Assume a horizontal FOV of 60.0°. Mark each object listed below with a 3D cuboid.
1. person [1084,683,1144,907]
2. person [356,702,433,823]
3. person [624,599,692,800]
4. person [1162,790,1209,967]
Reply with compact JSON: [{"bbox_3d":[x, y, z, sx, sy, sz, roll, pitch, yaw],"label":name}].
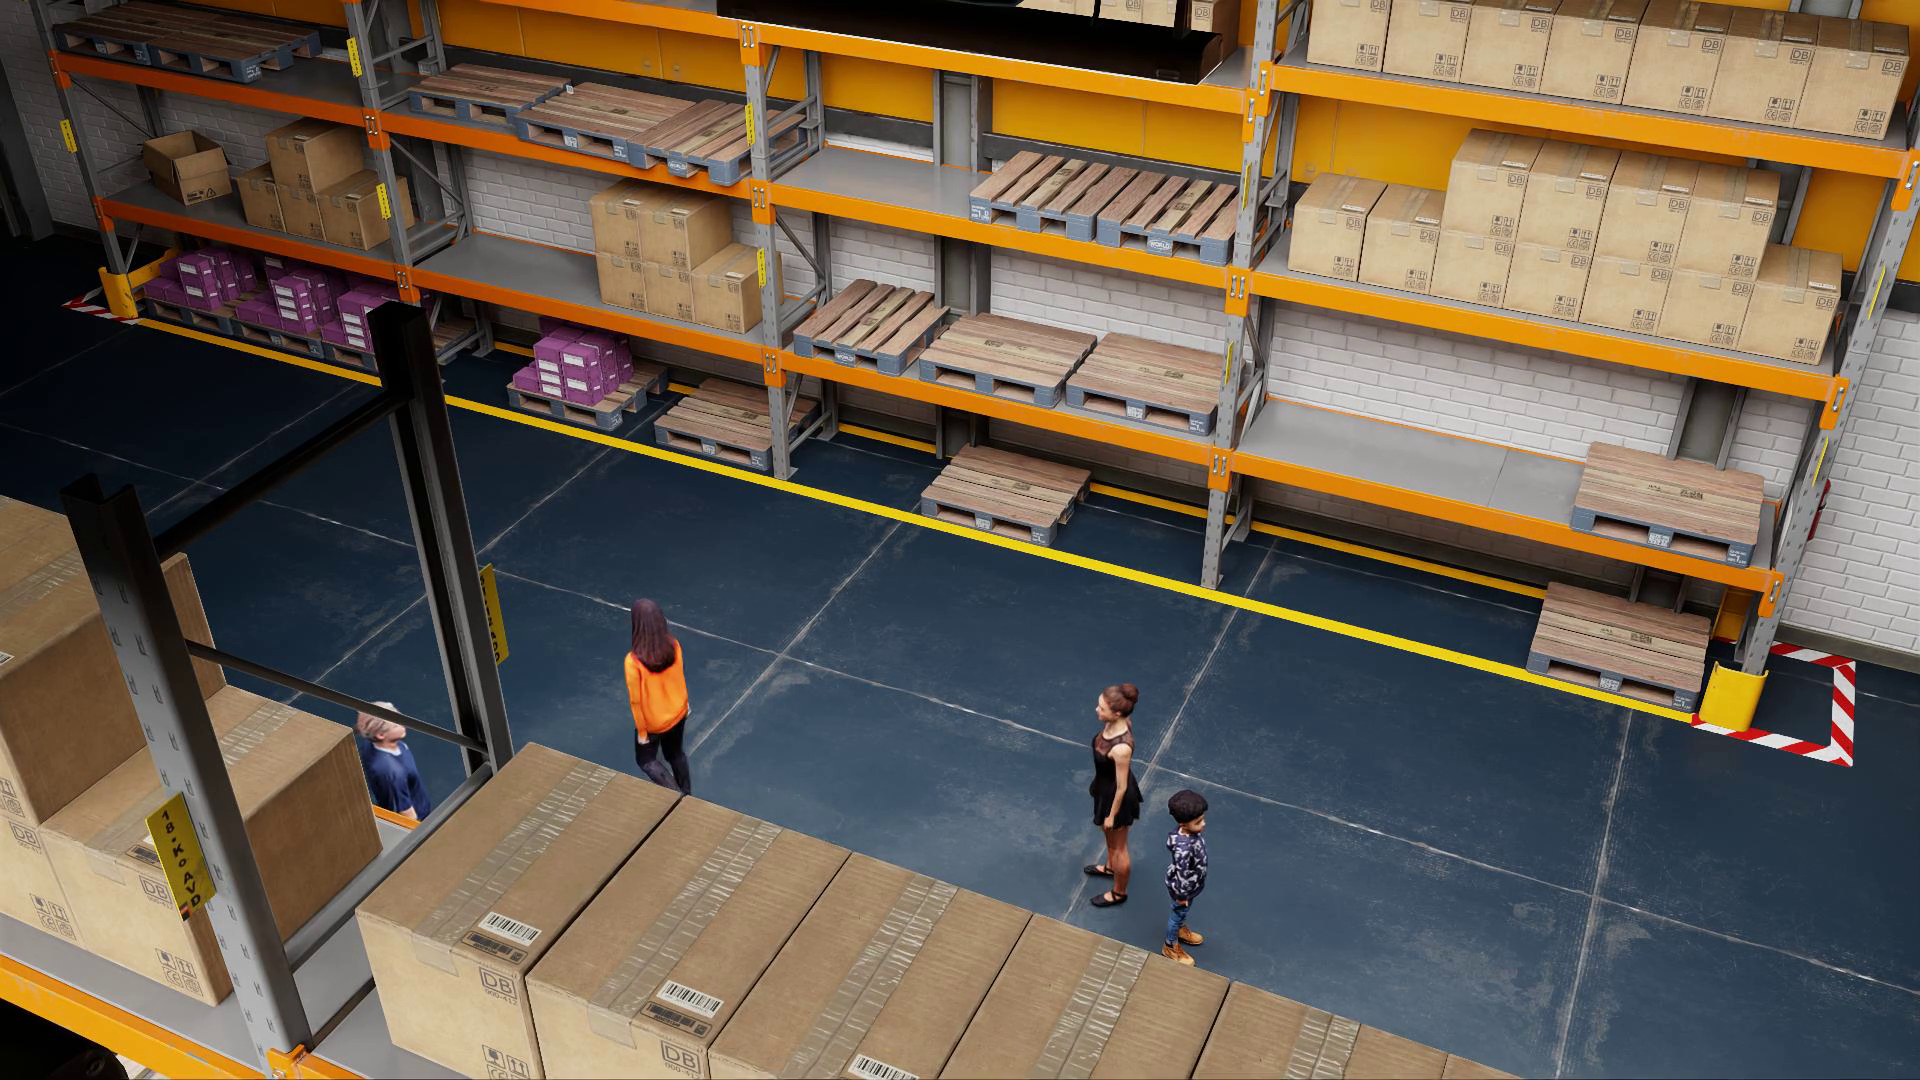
[{"bbox_3d":[0.948,1.553,10.231,0.699,1.677,0.673,-2,34,-3],"label":"person"},{"bbox_3d":[-3.274,1.698,9.839,0.792,1.871,0.700,-15,37,-22],"label":"person"},{"bbox_3d":[-1.873,1.183,10.744,0.827,1.727,0.713,21,39,29],"label":"person"},{"bbox_3d":[1.349,2.002,9.943,0.495,1.251,0.501,13,36,18],"label":"person"}]
